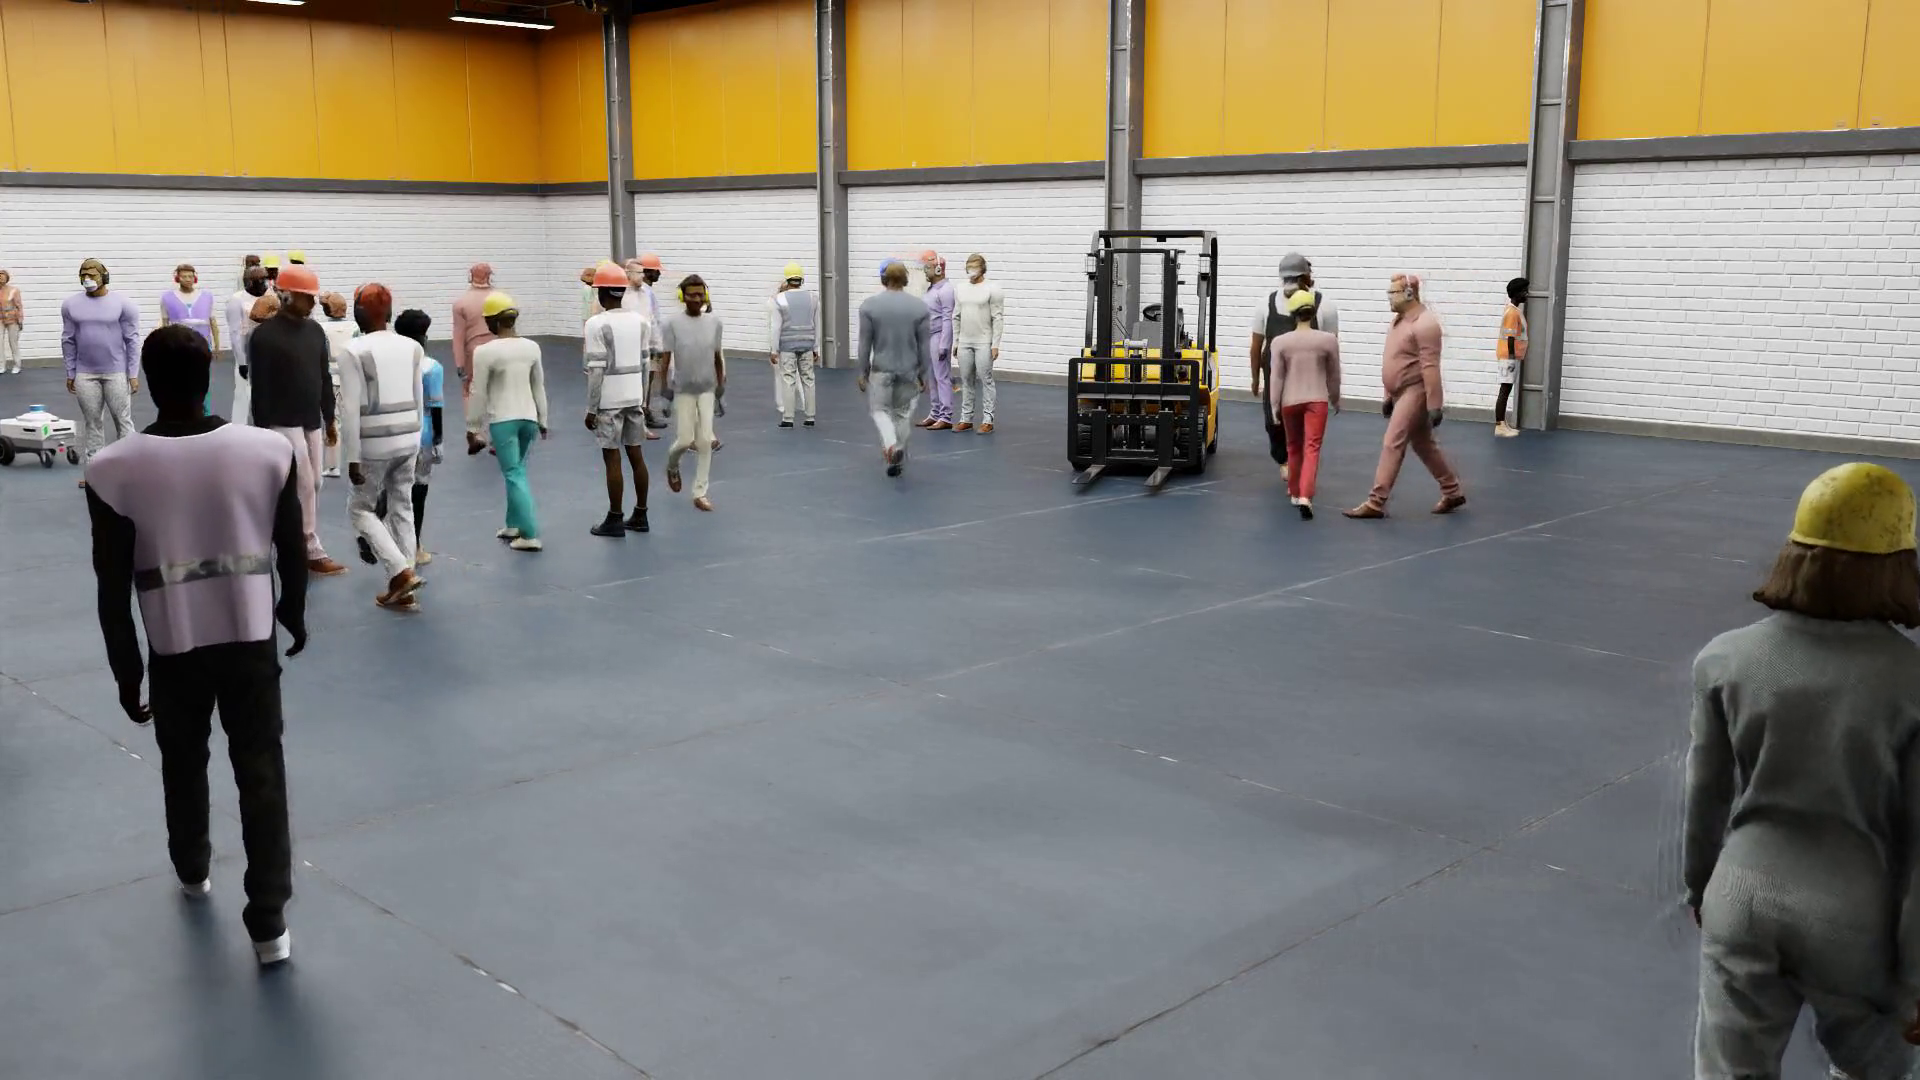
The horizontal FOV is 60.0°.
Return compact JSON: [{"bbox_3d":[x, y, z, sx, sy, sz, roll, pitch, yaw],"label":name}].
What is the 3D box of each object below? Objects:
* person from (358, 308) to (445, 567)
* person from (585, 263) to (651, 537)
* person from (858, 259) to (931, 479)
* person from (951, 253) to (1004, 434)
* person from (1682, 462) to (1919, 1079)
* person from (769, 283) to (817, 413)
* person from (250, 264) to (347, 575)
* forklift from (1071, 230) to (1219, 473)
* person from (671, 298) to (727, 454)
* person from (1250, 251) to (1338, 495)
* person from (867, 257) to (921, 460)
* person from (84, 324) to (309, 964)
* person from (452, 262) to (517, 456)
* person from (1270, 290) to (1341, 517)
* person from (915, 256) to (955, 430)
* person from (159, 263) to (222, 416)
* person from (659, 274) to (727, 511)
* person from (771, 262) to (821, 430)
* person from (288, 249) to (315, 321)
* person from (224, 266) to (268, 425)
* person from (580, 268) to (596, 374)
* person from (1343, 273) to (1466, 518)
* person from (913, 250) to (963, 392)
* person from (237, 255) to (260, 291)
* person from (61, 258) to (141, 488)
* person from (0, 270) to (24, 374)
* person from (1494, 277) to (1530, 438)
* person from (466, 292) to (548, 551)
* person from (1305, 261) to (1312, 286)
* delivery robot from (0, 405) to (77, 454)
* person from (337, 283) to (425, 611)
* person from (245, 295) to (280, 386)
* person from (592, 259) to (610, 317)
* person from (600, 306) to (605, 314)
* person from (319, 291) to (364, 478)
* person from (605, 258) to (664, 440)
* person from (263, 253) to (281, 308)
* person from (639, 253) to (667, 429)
[{"bbox_3d":[-3.542,-0.621,10.525,0.575,1.668,0.556,3,11,14],"label":"person"},{"bbox_3d":[-2.443,-0.986,11.824,0.380,1.940,0.548,8,13,37],"label":"person"},{"bbox_3d":[-0.559,-1.460,14.420,0.645,1.927,0.618,-3,11,-14],"label":"person"},{"bbox_3d":[0.174,-2.108,17.920,0.632,1.938,0.368,7,12,33],"label":"person"},{"bbox_3d":[1.647,0.703,3.162,0.737,1.713,0.512,-10,14,-43],"label":"person"},{"bbox_3d":[-2.003,-2.281,19.785,0.530,1.590,0.851,-5,12,-26],"label":"person"},{"bbox_3d":[-4.283,-0.759,10.512,0.789,1.966,0.629,3,11,16],"label":"person"},{"bbox_3d":[1.804,-1.825,15.677,1.214,2.155,2.313,2,11,13],"label":"forklift"},{"bbox_3d":[-2.506,-1.637,16.255,0.845,1.587,0.525,10,14,44],"label":"person"},{"bbox_3d":[2.762,-1.400,13.780,0.707,2.000,0.698,4,11,20],"label":"person"},{"bbox_3d":[-0.628,-1.700,15.716,0.626,1.927,0.468,2,11,12],"label":"person"},{"bbox_3d":[-2.282,0.288,5.059,0.608,1.867,1.026,-6,12,-30],"label":"person"},{"bbox_3d":[-4.611,-1.747,16.129,0.638,1.878,0.482,-6,12,-30],"label":"person"},{"bbox_3d":[2.637,-1.054,12.764,0.527,1.719,0.917,3,11,15],"label":"person"},{"bbox_3d":[-0.271,-2.170,18.343,0.407,1.910,0.638,-4,11,-19],"label":"person"},{"bbox_3d":[-8.461,-2.128,18.335,0.578,1.831,0.426,-6,12,-30],"label":"person"},{"bbox_3d":[-2.119,-1.161,13.039,0.514,1.844,0.664,-5,12,-27],"label":"person"},{"bbox_3d":[-1.815,-2.121,18.280,0.586,1.833,0.403,-6,12,-28],"label":"person"},{"bbox_3d":[-10.133,-3.489,25.494,0.590,1.931,0.378,4,11,22],"label":"person"},{"bbox_3d":[-6.942,-1.787,16.464,0.431,1.843,0.631,4,11,22],"label":"person"},{"bbox_3d":[-5.726,-3.395,25.768,0.266,1.631,0.507,-3,11,-16],"label":"person"},{"bbox_3d":[3.435,-1.086,12.590,0.996,1.859,0.658,-1,10,-3],"label":"person"},{"bbox_3d":[-0.474,-2.967,22.629,1.040,1.938,0.641,5,12,25],"label":"person"},{"bbox_3d":[-11.645,-3.837,27.703,0.918,1.797,0.647,0,10,1],"label":"person"},{"bbox_3d":[-7.266,-1.408,14.099,0.631,1.940,0.372,-1,10,-7],"label":"person"},{"bbox_3d":[-14.611,-3.323,25.453,0.534,1.599,0.770,-3,11,-16],"label":"person"},{"bbox_3d":[5.846,-1.931,17.633,0.318,1.691,0.531,3,11,18],"label":"person"},{"bbox_3d":[-3.124,-0.808,11.340,0.736,1.735,0.538,8,13,38],"label":"person"},{"bbox_3d":[3.698,-2.125,18.194,0.330,1.874,0.518,9,14,41],"label":"person"},{"bbox_3d":[-8.585,-1.017,15.491,0.707,0.478,0.477,5,12,27],"label":"delivery robot"},{"bbox_3d":[-3.252,-0.513,9.400,0.423,1.865,0.587,7,13,34],"label":"person"},{"bbox_3d":[-5.800,-1.244,14.048,0.500,1.631,0.279,6,12,29],"label":"person"},{"bbox_3d":[-5.168,-3.300,24.855,0.851,1.786,0.590,9,14,40],"label":"person"},{"bbox_3d":[-3.582,-1.985,17.778,0.654,1.731,0.543,7,13,34],"label":"person"},{"bbox_3d":[-5.485,-1.368,14.702,0.515,1.640,0.308,-9,14,-41],"label":"person"},{"bbox_3d":[-3.378,-1.970,17.297,0.429,1.897,0.680,5,11,24],"label":"person"},{"bbox_3d":[-8.818,-2.748,21.505,0.628,1.897,0.769,-7,12,-33],"label":"person"},{"bbox_3d":[-3.438,-2.207,18.463,0.373,1.934,0.551,-3,11,-16],"label":"person"}]
